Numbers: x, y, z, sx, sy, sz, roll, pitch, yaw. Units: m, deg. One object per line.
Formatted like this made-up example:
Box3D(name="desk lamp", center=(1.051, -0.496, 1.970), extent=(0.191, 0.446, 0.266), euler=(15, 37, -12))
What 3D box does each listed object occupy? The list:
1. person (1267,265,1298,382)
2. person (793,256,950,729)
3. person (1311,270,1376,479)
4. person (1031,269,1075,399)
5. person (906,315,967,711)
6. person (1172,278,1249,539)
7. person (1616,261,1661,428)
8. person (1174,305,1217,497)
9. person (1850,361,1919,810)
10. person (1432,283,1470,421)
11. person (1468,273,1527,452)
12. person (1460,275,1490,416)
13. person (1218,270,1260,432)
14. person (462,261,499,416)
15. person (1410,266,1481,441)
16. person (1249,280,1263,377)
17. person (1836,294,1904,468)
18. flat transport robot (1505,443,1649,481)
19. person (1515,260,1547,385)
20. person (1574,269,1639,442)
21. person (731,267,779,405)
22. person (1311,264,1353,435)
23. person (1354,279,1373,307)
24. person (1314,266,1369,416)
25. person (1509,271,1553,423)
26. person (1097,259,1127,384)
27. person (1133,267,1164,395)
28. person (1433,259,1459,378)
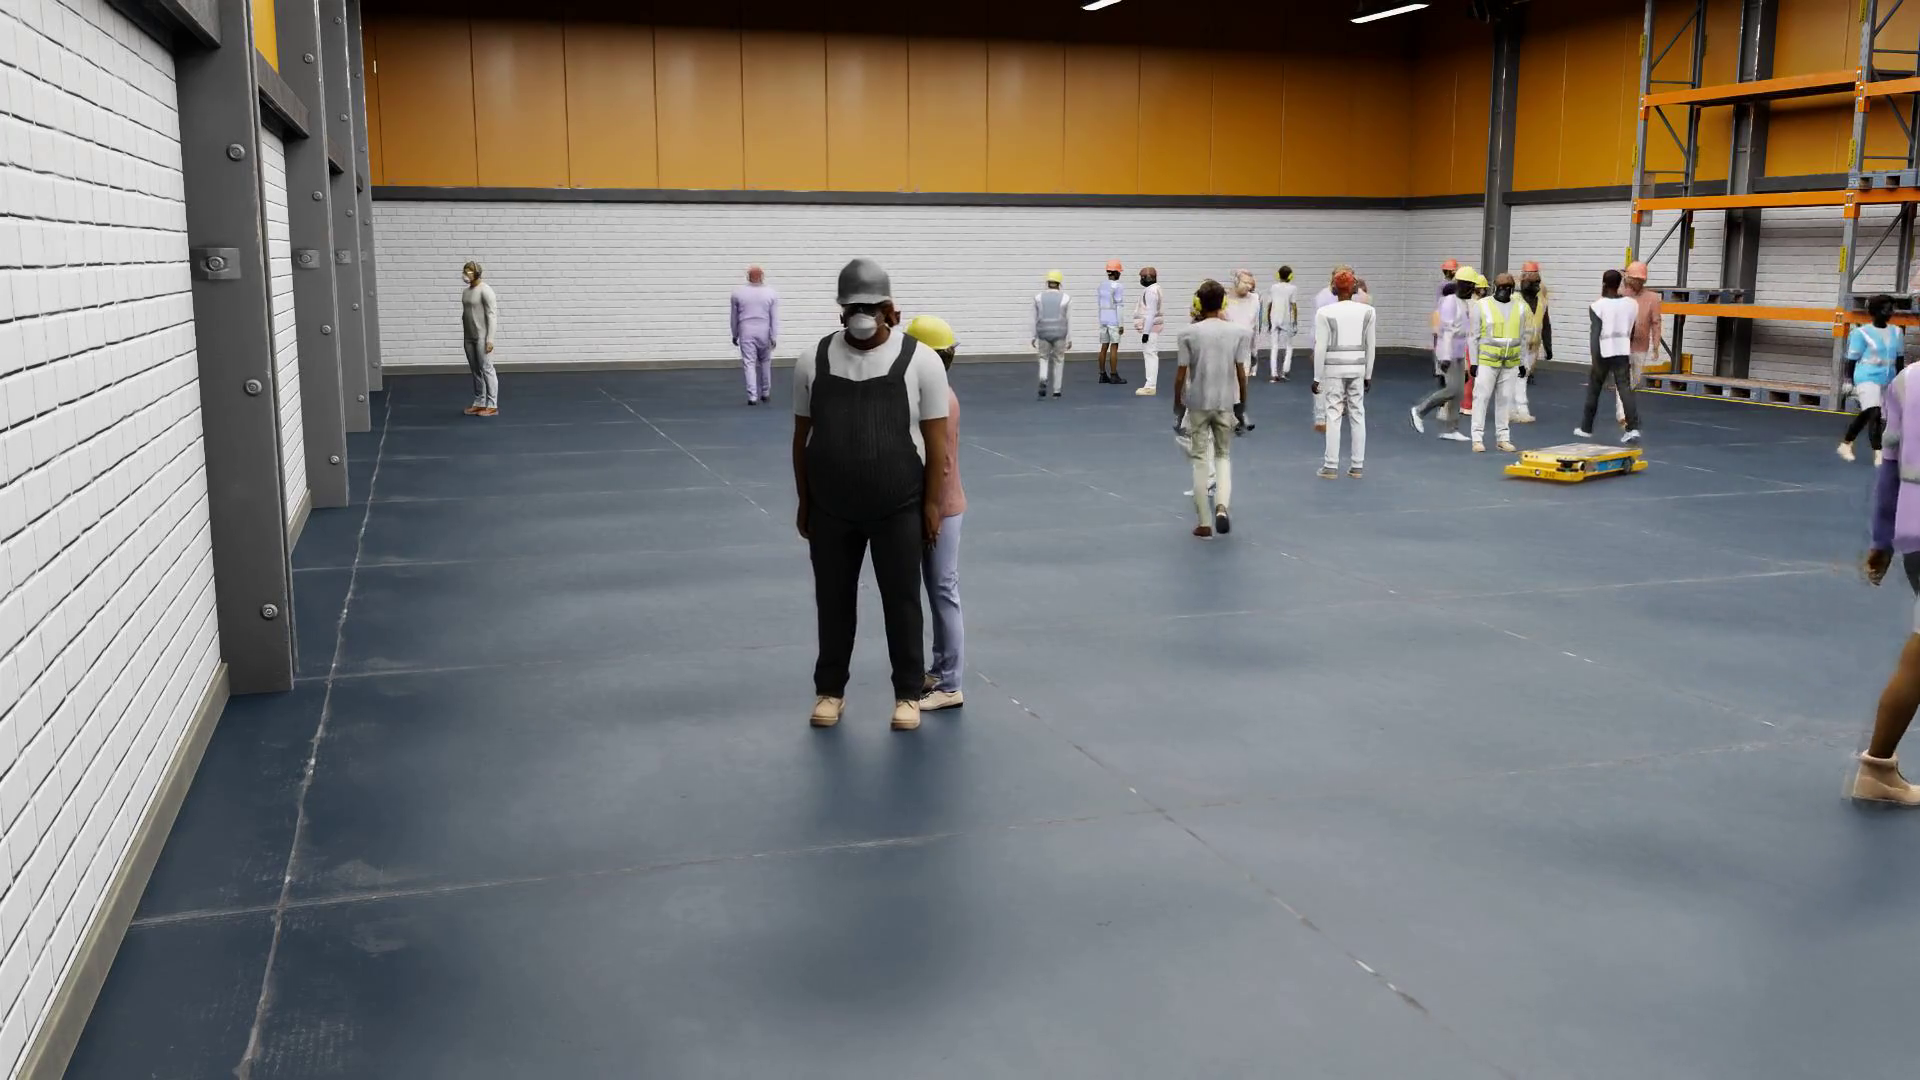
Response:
Box3D(name="person", center=(5.115, -3.427, 26.412), extent=(0.561, 1.842, 0.546), euler=(5, 11, 29))
Box3D(name="person", center=(-0.401, -0.199, 7.134), extent=(0.685, 2.000, 0.536), euler=(2, 10, 10))
Box3D(name="person", center=(3.473, -1.492, 15.076), extent=(0.573, 1.884, 0.359), euler=(-1, 10, -8))
Box3D(name="person", center=(1.298, -2.867, 23.223), extent=(0.610, 1.813, 0.445), euler=(2, 10, 11))
Box3D(name="person", center=(-0.129, -0.120, 7.471), extent=(0.309, 1.769, 0.523), euler=(-1, 10, -6))
Box3D(name="person", center=(1.786, -0.926, 11.867), extent=(0.553, 1.858, 0.402), euler=(-1, 10, -4))
Box3D(name="person", center=(7.934, -2.327, 19.724), extent=(0.614, 1.961, 0.921), euler=(1, 10, 5))
Box3D(name="person", center=(1.998, -1.145, 13.807), extent=(0.368, 1.628, 0.537), euler=(5, 11, 28))
Box3D(name="person", center=(3.745, 0.002, 6.099), extent=(0.986, 2.000, 0.635), euler=(-1, 10, -7))
Box3D(name="person", center=(5.954, -2.275, 20.177), extent=(0.560, 1.682, 0.372), euler=(-6, 11, -29))
Box3D(name="person", center=(5.537, -1.819, 17.108), extent=(0.619, 1.838, 0.430), euler=(-1, 10, -7))
Box3D(name="person", center=(6.477, -2.448, 20.949), extent=(0.316, 1.769, 0.523), euler=(0, 10, 2))
Box3D(name="person", center=(3.123, -2.160, 19.053), extent=(0.732, 1.842, 0.942), euler=(-3, 10, -14))
Box3D(name="person", center=(-6.047, -2.526, 20.899), extent=(0.635, 1.937, 0.355), euler=(9, 13, 42))
Box3D(name="person", center=(5.313, -2.025, 18.110), extent=(0.602, 1.898, 0.621), euler=(7, 12, 36))
Box3D(name="person", center=(4.749, -3.505, 27.454), extent=(0.514, 1.634, 0.313), euler=(-2, 10, -13))
Box3D(name="person", center=(8.773, -1.535, 15.998), extent=(0.532, 1.654, 0.882), euler=(-3, 10, -14))
Box3D(name="flat transport robot", center=(5.695, -0.728, 15.316), extent=(1.431, 0.197, 0.652), euler=(-9, 13, -41))
Box3D(name="person", center=(8.806, -3.384, 25.923), extent=(0.582, 1.915, 0.685), euler=(-2, 10, -12))
Box3D(name="person", center=(7.113, -2.010, 18.132), extent=(0.584, 1.871, 1.042), euler=(-1, 10, -7))
Box3D(name="person", center=(-2.788, -2.774, 22.621), extent=(0.641, 1.843, 1.031), euler=(-1, 10, -8))
Box3D(name="person", center=(4.213, -2.166, 18.882), extent=(0.442, 1.917, 0.700), euler=(9, 13, 42))
Box3D(name="person", center=(6.528, -3.465, 27.315), extent=(0.500, 1.597, 0.816), euler=(2, 10, 10))
Box3D(name="person", center=(4.738, -2.461, 20.675), extent=(0.681, 1.877, 0.826), euler=(2, 10, 14))
Box3D(name="person", center=(6.844, -2.307, 19.984), extent=(0.653, 1.809, 0.816), euler=(-4, 11, -22))
Box3D(name="person", center=(2.377, -3.404, 25.984), extent=(0.374, 1.939, 0.545), euler=(-7, 12, -34))
Box3D(name="person", center=(2.716, -3.012, 24.002), extent=(0.429, 1.843, 0.622), euler=(2, 10, 12))
Box3D(name="person", center=(7.971, -3.617, 27.222), extent=(0.376, 1.935, 0.550), euler=(3, 10, 16))
